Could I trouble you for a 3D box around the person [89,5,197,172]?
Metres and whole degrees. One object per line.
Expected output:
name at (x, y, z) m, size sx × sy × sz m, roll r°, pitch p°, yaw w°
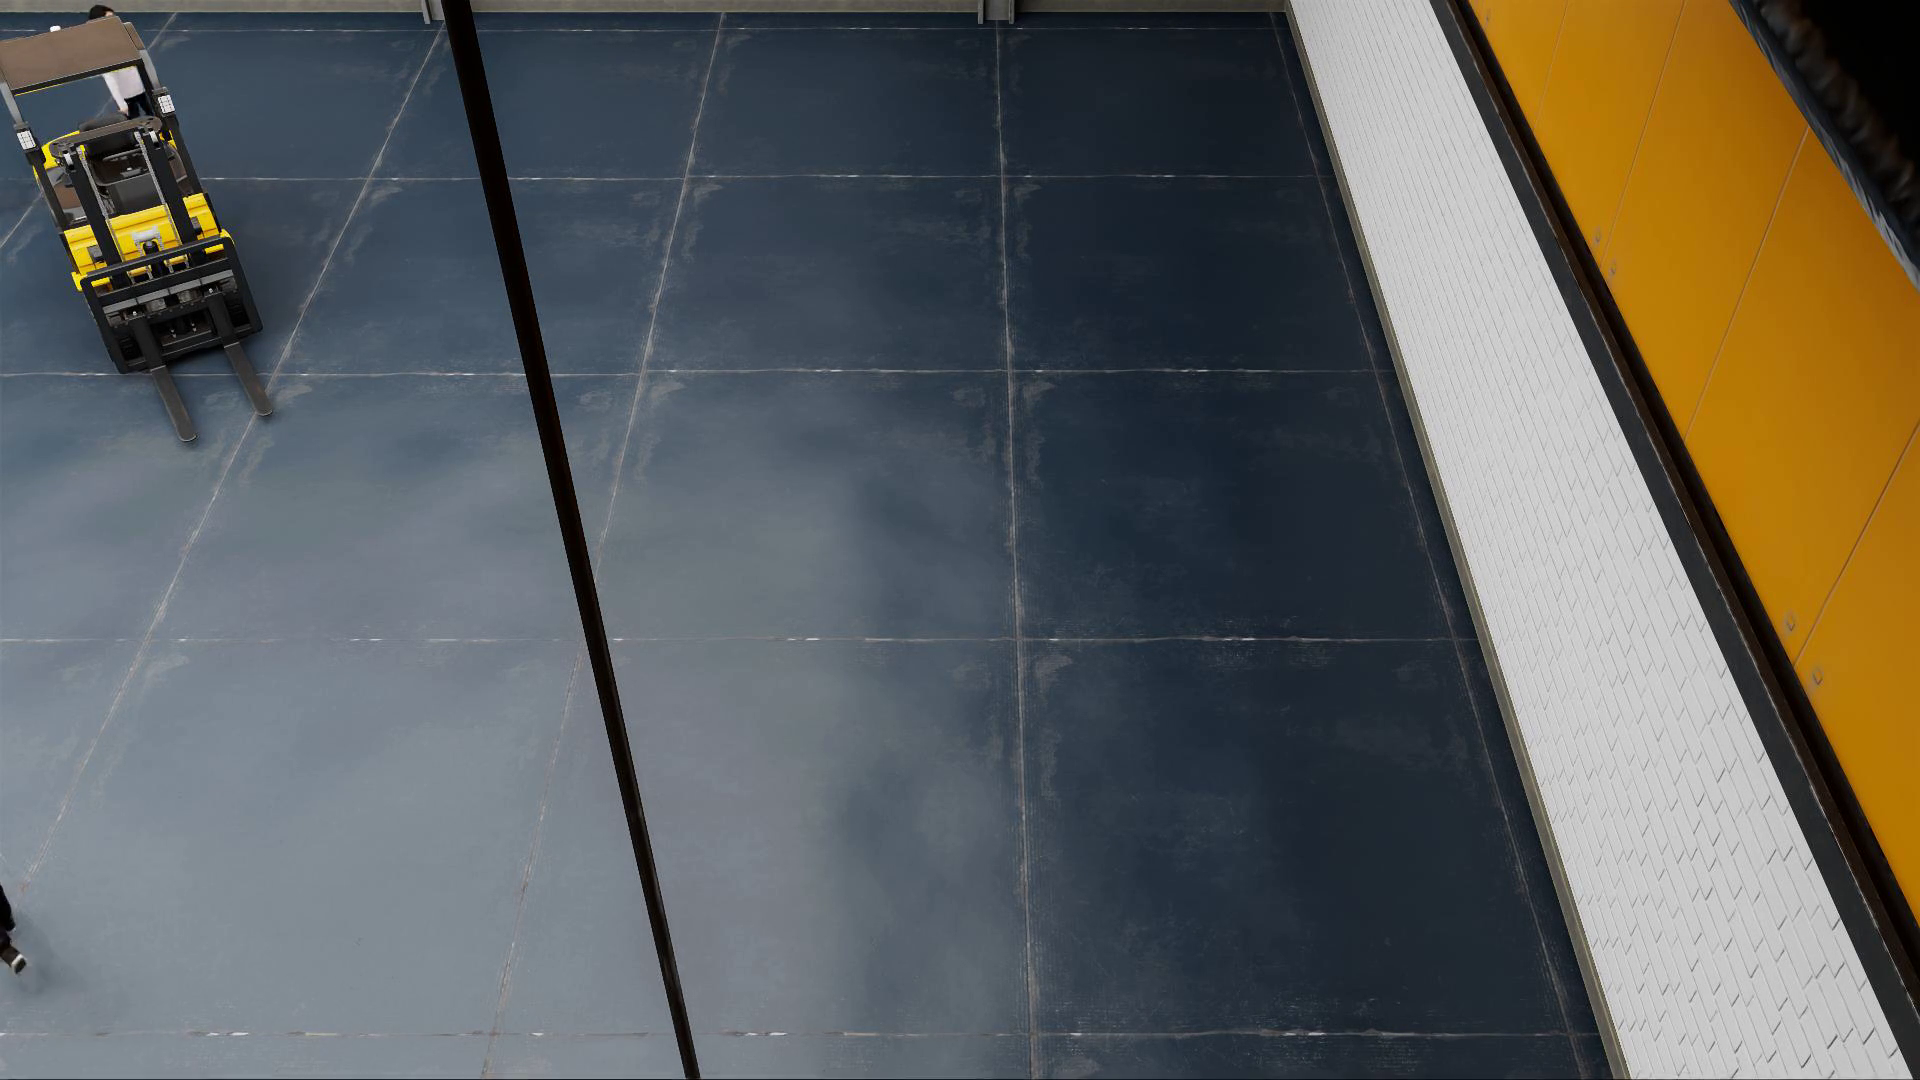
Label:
person at (-7.665, -4.085, 15.224) m, size 1.078 × 1.677 × 0.753 m, roll 8°, pitch 44°, yaw 8°
